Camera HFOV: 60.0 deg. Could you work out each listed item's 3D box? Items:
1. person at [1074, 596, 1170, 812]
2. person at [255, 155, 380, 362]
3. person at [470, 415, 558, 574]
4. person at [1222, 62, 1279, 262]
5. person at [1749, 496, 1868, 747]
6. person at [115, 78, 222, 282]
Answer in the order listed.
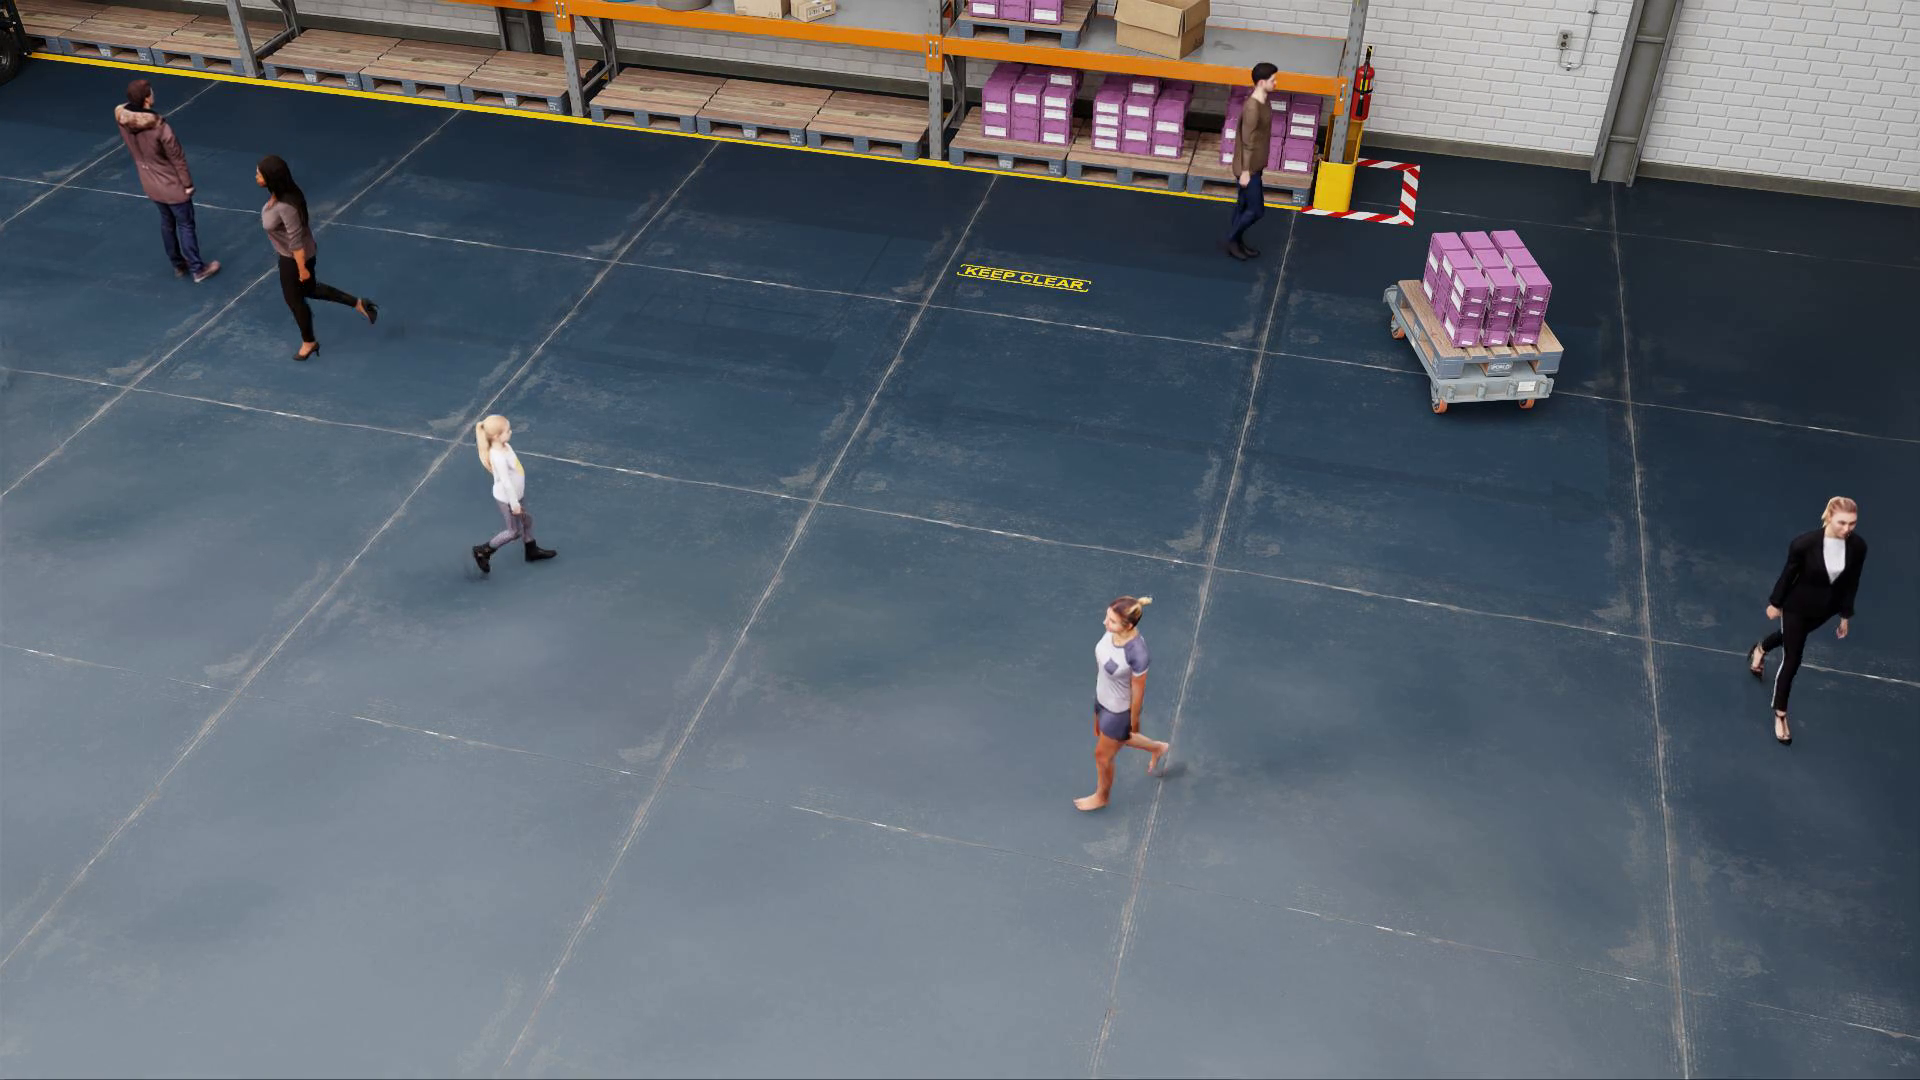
[{"bbox_3d":[0.993,0.928,9.752,0.964,1.604,0.815,-9,40,-11],"label":"person"},{"bbox_3d":[-5.333,-2.328,13.657,1.113,1.819,0.959,-11,40,-13],"label":"person"},{"bbox_3d":[-3.191,-0.300,11.563,0.860,1.264,0.687,-7,39,-8],"label":"person"},{"bbox_3d":[2.532,-3.384,14.933,0.602,1.877,0.669,12,40,15],"label":"person"},{"bbox_3d":[5.260,0.391,10.380,1.080,1.660,0.886,-1,39,-1],"label":"person"},{"bbox_3d":[-7.025,-3.173,14.695,0.666,1.845,0.850,16,41,19],"label":"person"}]
